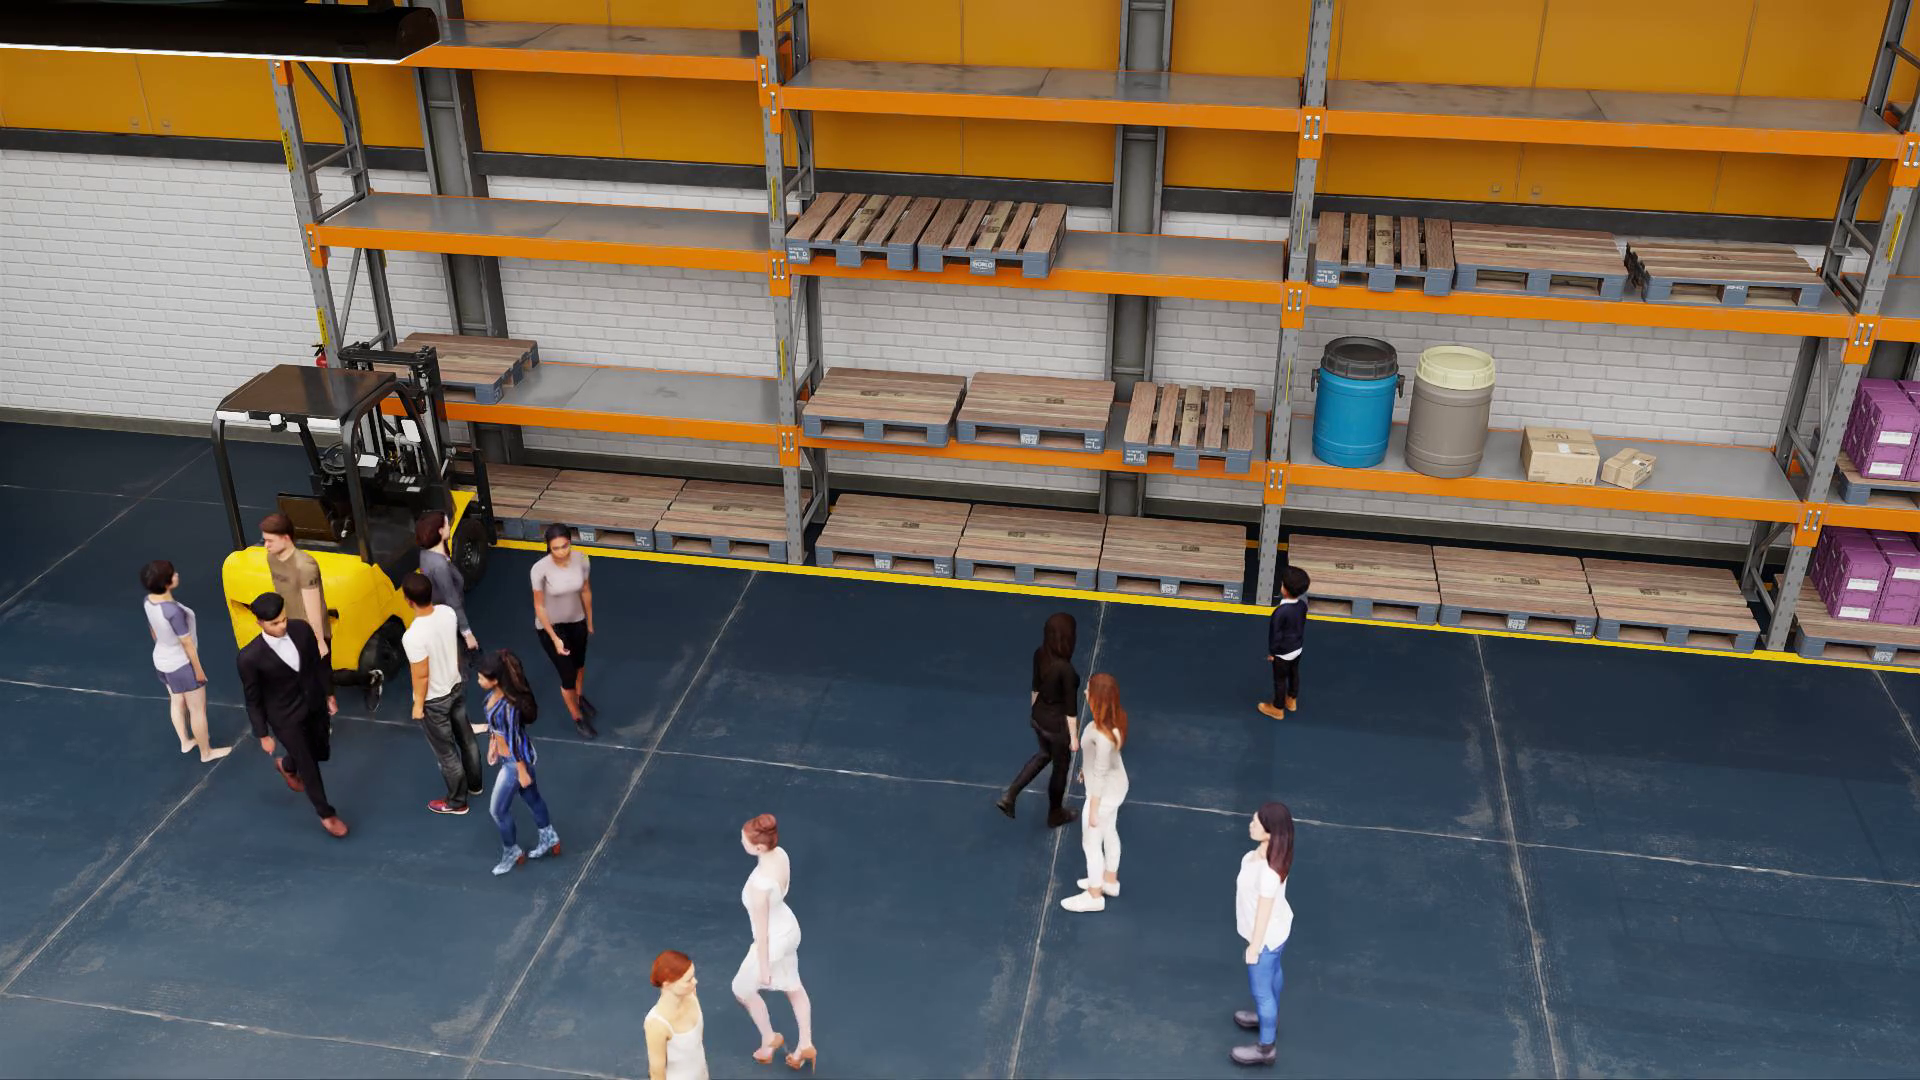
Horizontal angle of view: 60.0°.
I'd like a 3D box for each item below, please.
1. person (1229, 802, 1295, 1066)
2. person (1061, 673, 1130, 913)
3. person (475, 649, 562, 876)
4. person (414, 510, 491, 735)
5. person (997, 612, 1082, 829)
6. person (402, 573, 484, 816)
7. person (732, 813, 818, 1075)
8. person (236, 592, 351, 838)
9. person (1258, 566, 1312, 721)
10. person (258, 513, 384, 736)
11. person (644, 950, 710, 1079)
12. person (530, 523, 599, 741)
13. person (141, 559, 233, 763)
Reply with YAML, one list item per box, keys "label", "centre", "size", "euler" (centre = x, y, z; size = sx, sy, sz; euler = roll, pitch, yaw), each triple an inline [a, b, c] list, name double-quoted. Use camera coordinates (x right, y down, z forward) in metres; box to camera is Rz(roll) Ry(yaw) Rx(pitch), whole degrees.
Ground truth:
- label: "person"
  centre: [1.681, 2.143, 9.084]
  size: [0.556, 1.678, 0.605]
  euler: [7, 29, 13]
- label: "person"
  centre: [0.923, 1.529, 10.185]
  size: [0.603, 1.701, 0.625]
  euler: [8, 30, 14]
- label: "person"
  centre: [-2.744, 1.376, 10.561]
  size: [0.830, 1.610, 0.776]
  euler: [-10, 30, -18]
- label: "person"
  centre: [-3.708, 0.623, 11.787]
  size: [0.838, 1.758, 0.794]
  euler: [-11, 31, -20]
- label: "person"
  centre: [0.541, 1.225, 10.819]
  size: [0.922, 1.628, 0.852]
  euler: [-17, 33, -28]
- label: "person"
  centre: [-3.448, 1.006, 11.043]
  size: [0.571, 1.798, 0.670]
  euler: [9, 30, 15]
- label: "person"
  centre: [-0.900, 2.195, 8.882]
  size: [0.672, 1.780, 0.625]
  euler: [8, 30, 14]
- label: "person"
  centre: [-4.378, 1.084, 10.837]
  size: [1.141, 1.858, 0.988]
  euler: [15, 32, 26]
- label: "person"
  centre: [2.388, 0.743, 12.123]
  size: [0.579, 1.226, 0.627]
  euler: [-22, 36, -35]
- label: "person"
  centre: [-4.528, 0.595, 11.762]
  size: [1.017, 1.832, 0.938]
  euler: [18, 33, 29]
- label: "person"
  centre: [-1.452, 2.653, 8.209]
  size: [0.913, 1.620, 0.623]
  euler: [10, 30, 18]
- label: "person"
  centre: [-2.868, 0.610, 11.863]
  size: [0.871, 1.708, 0.945]
  euler: [-25, 38, -38]
- label: "person"
  centre: [-5.456, 0.829, 11.611]
  size: [0.589, 1.565, 0.704]
  euler: [19, 34, 30]
